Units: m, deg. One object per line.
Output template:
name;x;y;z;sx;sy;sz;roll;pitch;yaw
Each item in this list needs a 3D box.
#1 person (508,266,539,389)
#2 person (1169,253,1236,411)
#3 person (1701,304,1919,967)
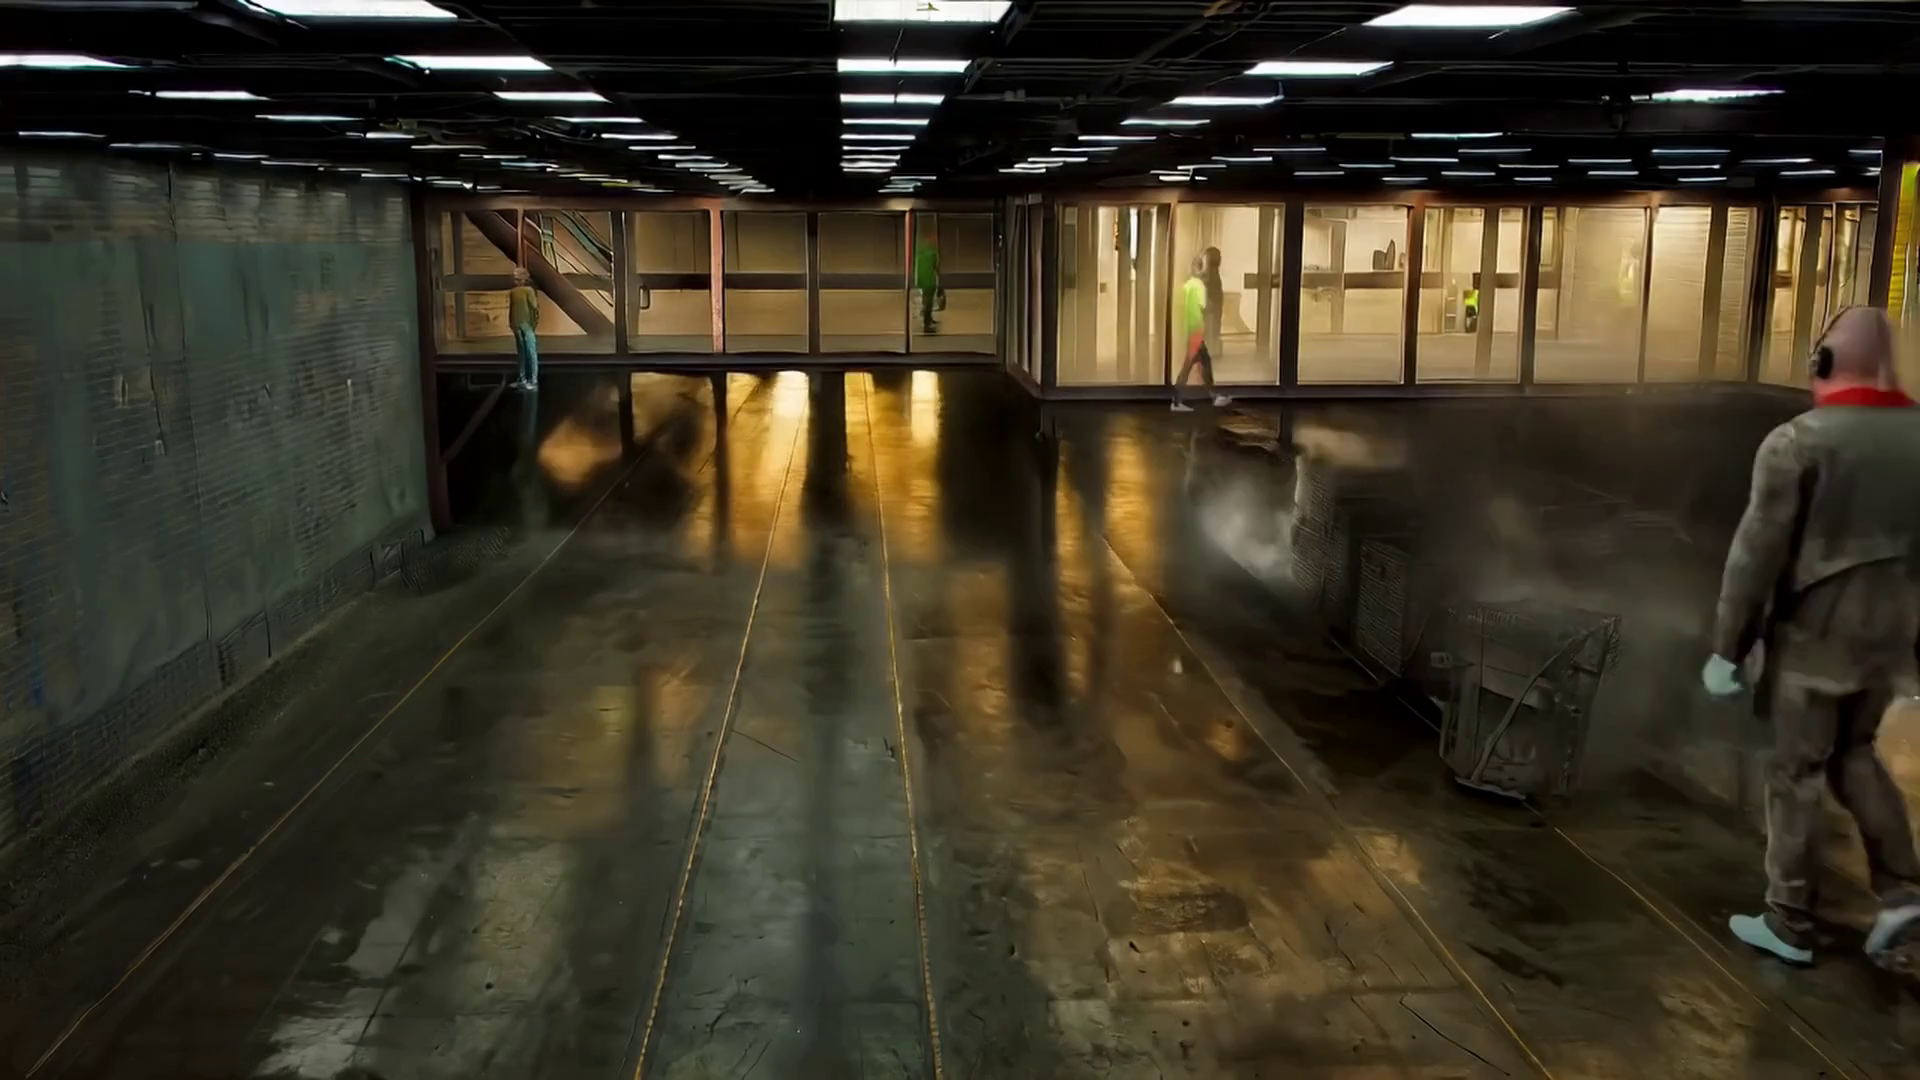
person;-5.835;-2.834;22.202;0.499;1.634;0.278;7;12;32
person;2.857;-2.408;19.390;0.917;1.828;0.555;-1;11;-7
person;2.484;0.287;4.695;0.669;1.888;0.461;-3;11;-18
